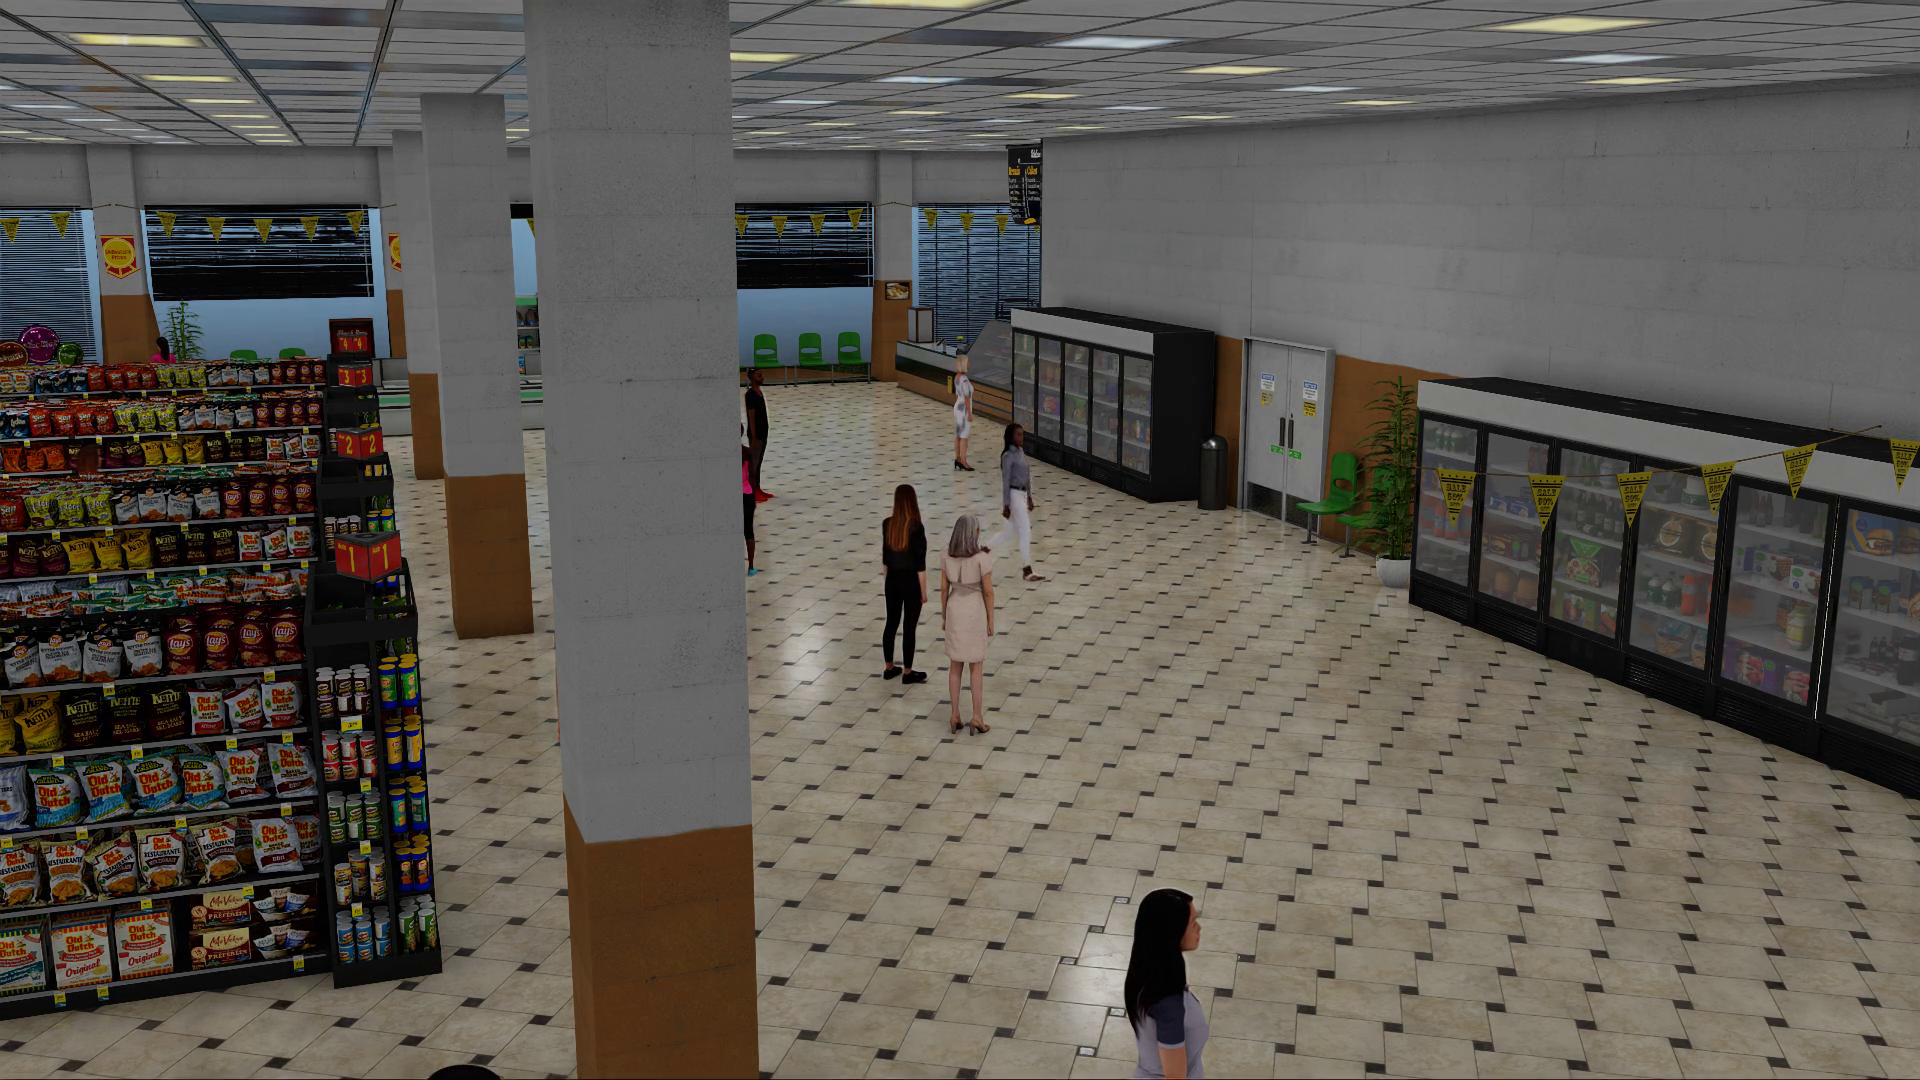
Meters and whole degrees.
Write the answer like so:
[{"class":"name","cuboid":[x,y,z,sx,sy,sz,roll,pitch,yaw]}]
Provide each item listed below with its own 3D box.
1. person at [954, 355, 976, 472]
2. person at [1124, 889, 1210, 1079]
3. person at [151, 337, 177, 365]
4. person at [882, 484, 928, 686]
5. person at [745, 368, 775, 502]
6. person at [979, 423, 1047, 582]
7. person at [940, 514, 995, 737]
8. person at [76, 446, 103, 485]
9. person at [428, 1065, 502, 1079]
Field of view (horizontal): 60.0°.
[{"class":"person","cuboid":[0.044,-1.929,25.113,0.492,1.752,0.553,-4,13,-20]},{"class":"person","cuboid":[0.758,2.088,6.146,0.610,1.707,0.644,-1,12,-6]},{"class":"person","cuboid":[-13.688,-2.652,28.677,0.738,1.698,0.637,11,16,42]},{"class":"person","cuboid":[-0.496,0.372,14.288,0.686,1.709,0.715,8,15,35]},{"class":"person","cuboid":[-2.786,-1.453,22.721,0.707,1.806,0.715,2,12,9]},{"class":"person","cuboid":[0.534,-0.411,18.033,1.129,1.700,1.070,6,13,25]},{"class":"person","cuboid":[0.056,0.650,12.903,0.681,1.736,0.746,5,13,23]},{"class":"person","cuboid":[-8.543,-0.070,16.357,0.692,1.722,0.699,-10,16,-40]},{"class":"person","cuboid":[-1.414,2.359,4.944,0.770,1.671,0.791,0,12,2]}]
